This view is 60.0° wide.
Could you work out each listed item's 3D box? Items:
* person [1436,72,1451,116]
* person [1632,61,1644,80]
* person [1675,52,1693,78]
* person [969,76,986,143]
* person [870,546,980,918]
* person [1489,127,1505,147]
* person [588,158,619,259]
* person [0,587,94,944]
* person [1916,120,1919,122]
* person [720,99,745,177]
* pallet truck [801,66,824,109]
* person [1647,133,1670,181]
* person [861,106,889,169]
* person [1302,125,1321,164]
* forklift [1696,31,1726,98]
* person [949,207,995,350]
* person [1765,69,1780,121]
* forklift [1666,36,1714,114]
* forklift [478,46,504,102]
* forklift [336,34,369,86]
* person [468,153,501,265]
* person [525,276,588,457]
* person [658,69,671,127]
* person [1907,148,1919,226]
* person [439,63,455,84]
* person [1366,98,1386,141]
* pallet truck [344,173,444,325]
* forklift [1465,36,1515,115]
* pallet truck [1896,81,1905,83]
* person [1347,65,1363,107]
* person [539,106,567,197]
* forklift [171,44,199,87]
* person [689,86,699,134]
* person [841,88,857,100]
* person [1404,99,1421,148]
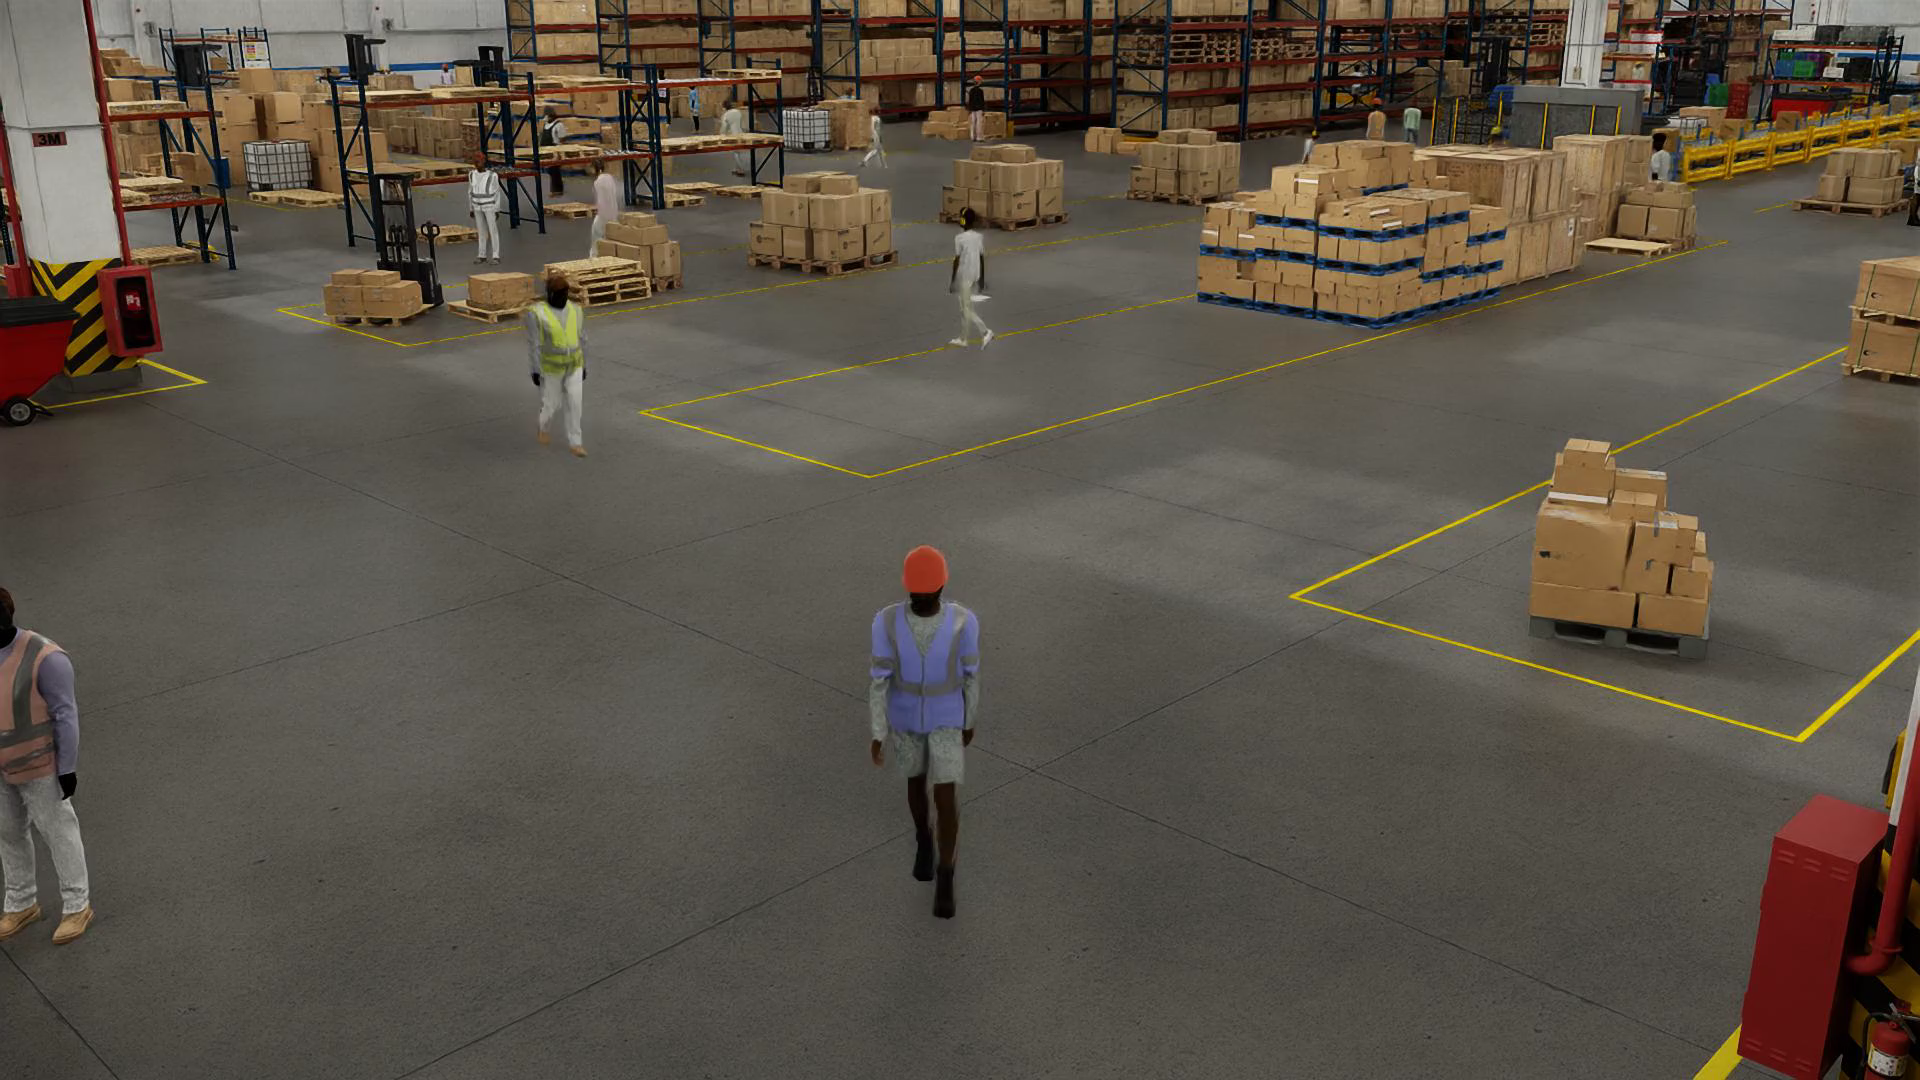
[{"bbox_3d":[17.869,-16.538,61.633,0.851,1.585,0.505,15,23,37],"label":"person"},{"bbox_3d":[27.780,-18.787,68.172,0.831,1.738,0.522,-17,25,-42],"label":"person"},{"bbox_3d":[31.416,-20.239,72.204,0.686,1.955,0.692,9,20,25],"label":"person"},{"bbox_3d":[0.539,-13.128,50.722,0.380,1.992,0.622,-16,24,-39],"label":"person"},{"bbox_3d":[-0.185,0.954,8.426,0.548,1.900,0.862,1,18,4],"label":"person"},{"bbox_3d":[11.295,-7.897,35.371,0.538,1.720,0.891,-14,23,-37],"label":"person"},{"bbox_3d":[-5.828,-5.353,27.487,1.084,1.886,0.629,6,19,17],"label":"person"},{"bbox_3d":[-4.599,1.095,8.108,0.626,1.844,0.429,2,18,5],"label":"person"},{"bbox_3d":[34.171,-15.504,58.289,0.831,1.738,0.536,6,19,18],"label":"person"},{"bbox_3d":[-5.668,-10.031,41.531,0.524,1.898,0.672,13,22,34],"label":"person"},{"bbox_3d":[-4.812,-15.182,56.903,0.823,1.965,1.885,-9,21,-26],"label":"pallet truck"},{"bbox_3d":[13.122,-6.745,31.585,0.607,1.920,0.958,-14,23,-37],"label":"person"},{"bbox_3d":[-2.224,-10.501,43.404,0.745,1.610,0.523,-7,20,-20],"label":"person"},{"bbox_3d":[7.307,-7.804,34.964,0.982,1.821,0.542,5,19,15],"label":"person"},{"bbox_3d":[31.484,-19.957,69.909,1.129,2.768,1.873,17,25,41],"label":"forklift"},{"bbox_3d":[0.153,-3.385,21.599,0.743,1.850,0.518,15,23,37],"label":"person"},{"bbox_3d":[28.953,-15.878,59.094,0.375,1.935,0.551,15,23,37],"label":"person"},{"bbox_3d":[27.341,-17.291,61.877,1.129,2.768,1.873,17,25,41],"label":"forklift"},{"bbox_3d":[-14.397,-13.832,51.456,1.129,2.768,1.873,17,25,41],"label":"forklift"},{"bbox_3d":[-23.499,-18.286,64.874,1.129,2.768,1.873,17,25,41],"label":"forklift"},{"bbox_3d":[-8.089,-5.627,28.292,0.573,1.883,0.354,5,19,16],"label":"person"},{"bbox_3d":[-4.031,-1.751,16.704,0.641,1.828,0.579,-14,23,-36],"label":"person"},{"bbox_3d":[-10.083,-15.055,56.660,0.588,1.912,0.391,13,22,34],"label":"person"},{"bbox_3d":[19.121,-7.204,32.961,0.360,1.938,0.545,16,24,40],"label":"person"},{"bbox_3d":[-18.774,-16.503,60.992,0.560,1.927,0.524,-5,19,-15],"label":"person"},{"bbox_3d":[10.380,-10.092,41.681,0.567,1.922,0.412,-10,21,-28],"label":"person"},{"bbox_3d":[-8.209,-4.181,23.757,0.823,1.965,1.885,3,19,9],"label":"pallet truck"},{"bbox_3d":[19.973,-17.201,61.605,1.873,2.768,1.129,16,24,40],"label":"forklift"},{"bbox_3d":[34.802,-16.331,61.455,0.653,1.274,1.630,17,25,41],"label":"pallet truck"},{"bbox_3d":[15.481,-17.809,65.341,0.539,1.667,0.784,-6,19,-16],"label":"person"},{"bbox_3d":[-9.279,-8.784,37.558,0.745,2.000,0.693,-15,24,-39],"label":"person"},{"bbox_3d":[-24.593,-14.348,53.009,1.129,2.768,1.873,17,25,41],"label":"forklift"},{"bbox_3d":[-8.591,-13.963,53.707,0.319,1.693,0.533,0,18,1],"label":"person"},{"bbox_3d":[-3.374,-13.104,51.243,0.539,1.605,0.736,-10,21,-27],"label":"person"},{"bbox_3d":[12.606,-11.461,46.317,0.502,1.600,0.795,11,21,30],"label":"person"}]
